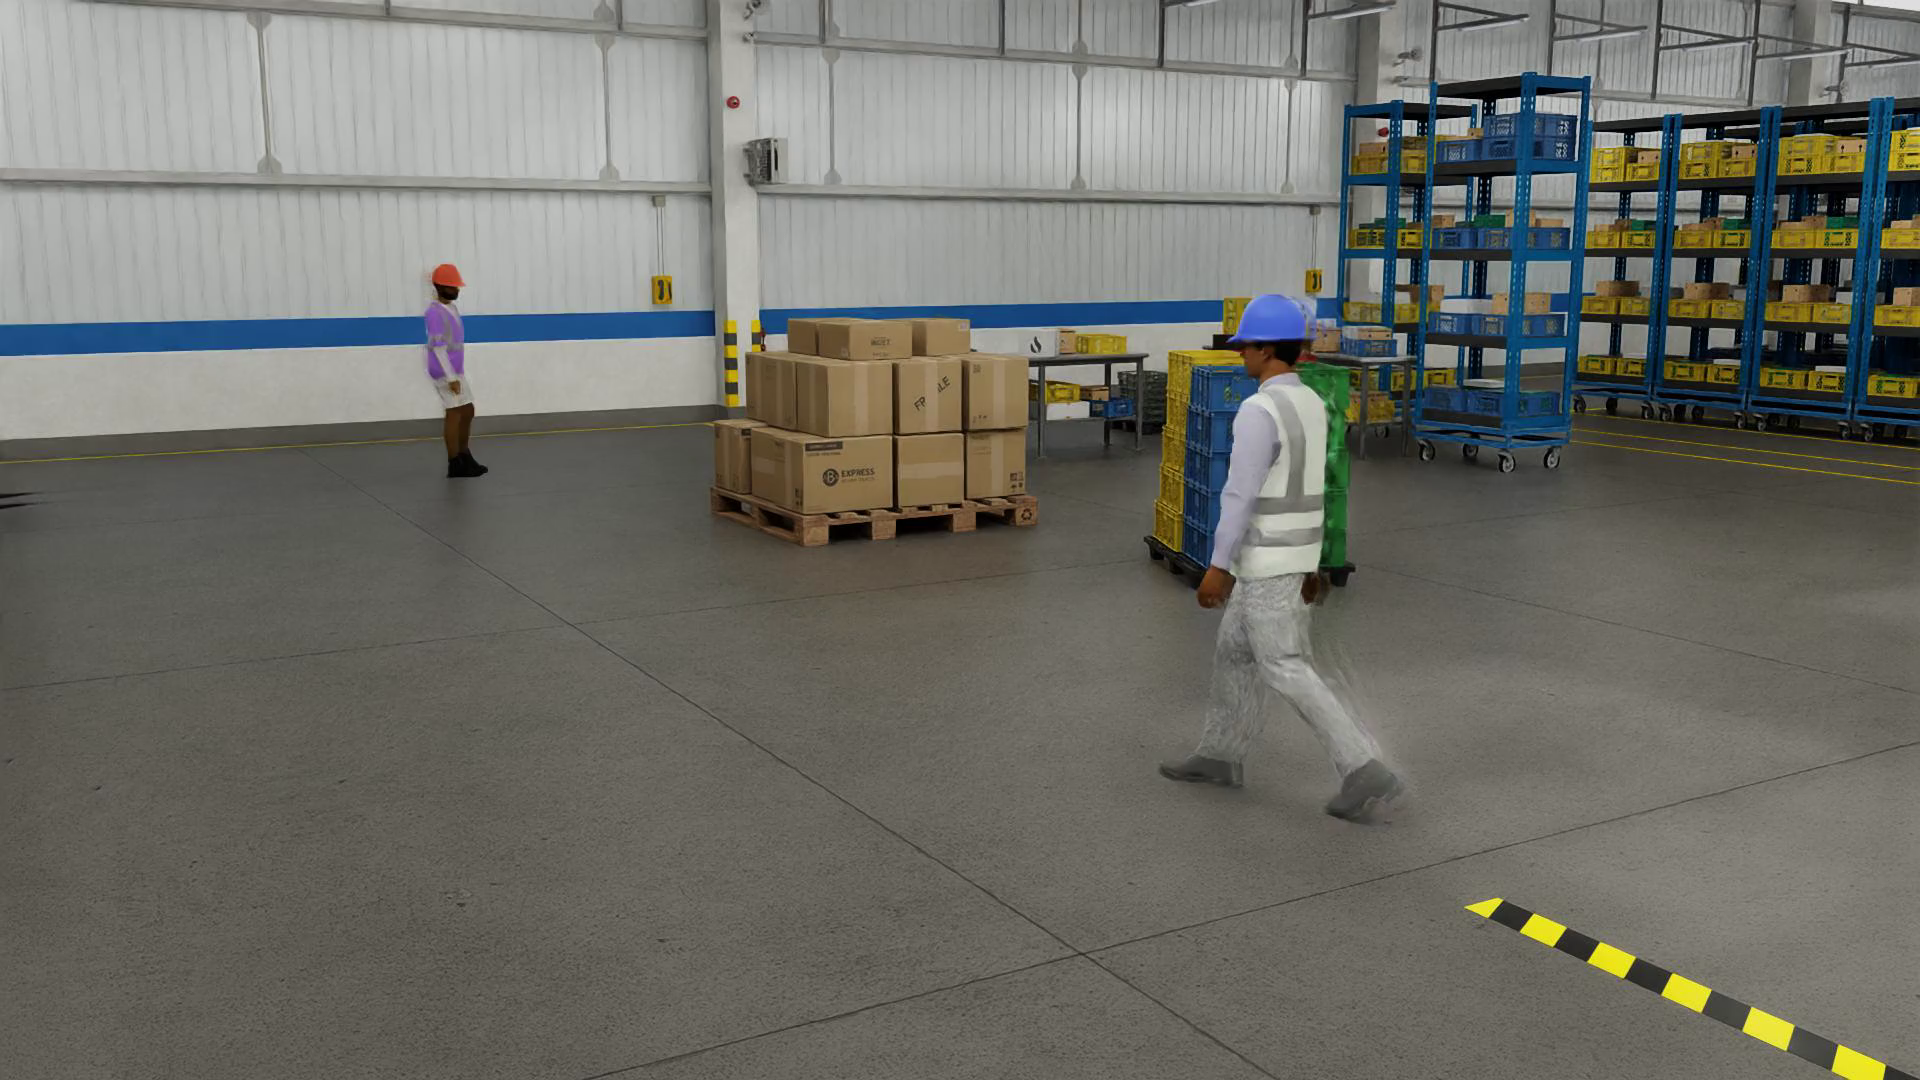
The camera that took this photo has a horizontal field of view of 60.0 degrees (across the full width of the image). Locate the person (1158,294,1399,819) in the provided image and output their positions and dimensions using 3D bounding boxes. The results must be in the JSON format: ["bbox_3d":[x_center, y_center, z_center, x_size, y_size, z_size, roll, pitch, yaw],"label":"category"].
[{"bbox_3d":[1.195,0.057,6.113,0.924,1.913,0.603,5,11,26],"label":"person"}]

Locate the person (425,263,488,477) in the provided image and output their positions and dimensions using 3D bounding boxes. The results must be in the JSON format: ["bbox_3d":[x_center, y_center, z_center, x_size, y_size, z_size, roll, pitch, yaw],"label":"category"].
[{"bbox_3d":[-4.544,-1.510,14.941,0.441,1.921,0.569,1,10,4],"label":"person"}]
